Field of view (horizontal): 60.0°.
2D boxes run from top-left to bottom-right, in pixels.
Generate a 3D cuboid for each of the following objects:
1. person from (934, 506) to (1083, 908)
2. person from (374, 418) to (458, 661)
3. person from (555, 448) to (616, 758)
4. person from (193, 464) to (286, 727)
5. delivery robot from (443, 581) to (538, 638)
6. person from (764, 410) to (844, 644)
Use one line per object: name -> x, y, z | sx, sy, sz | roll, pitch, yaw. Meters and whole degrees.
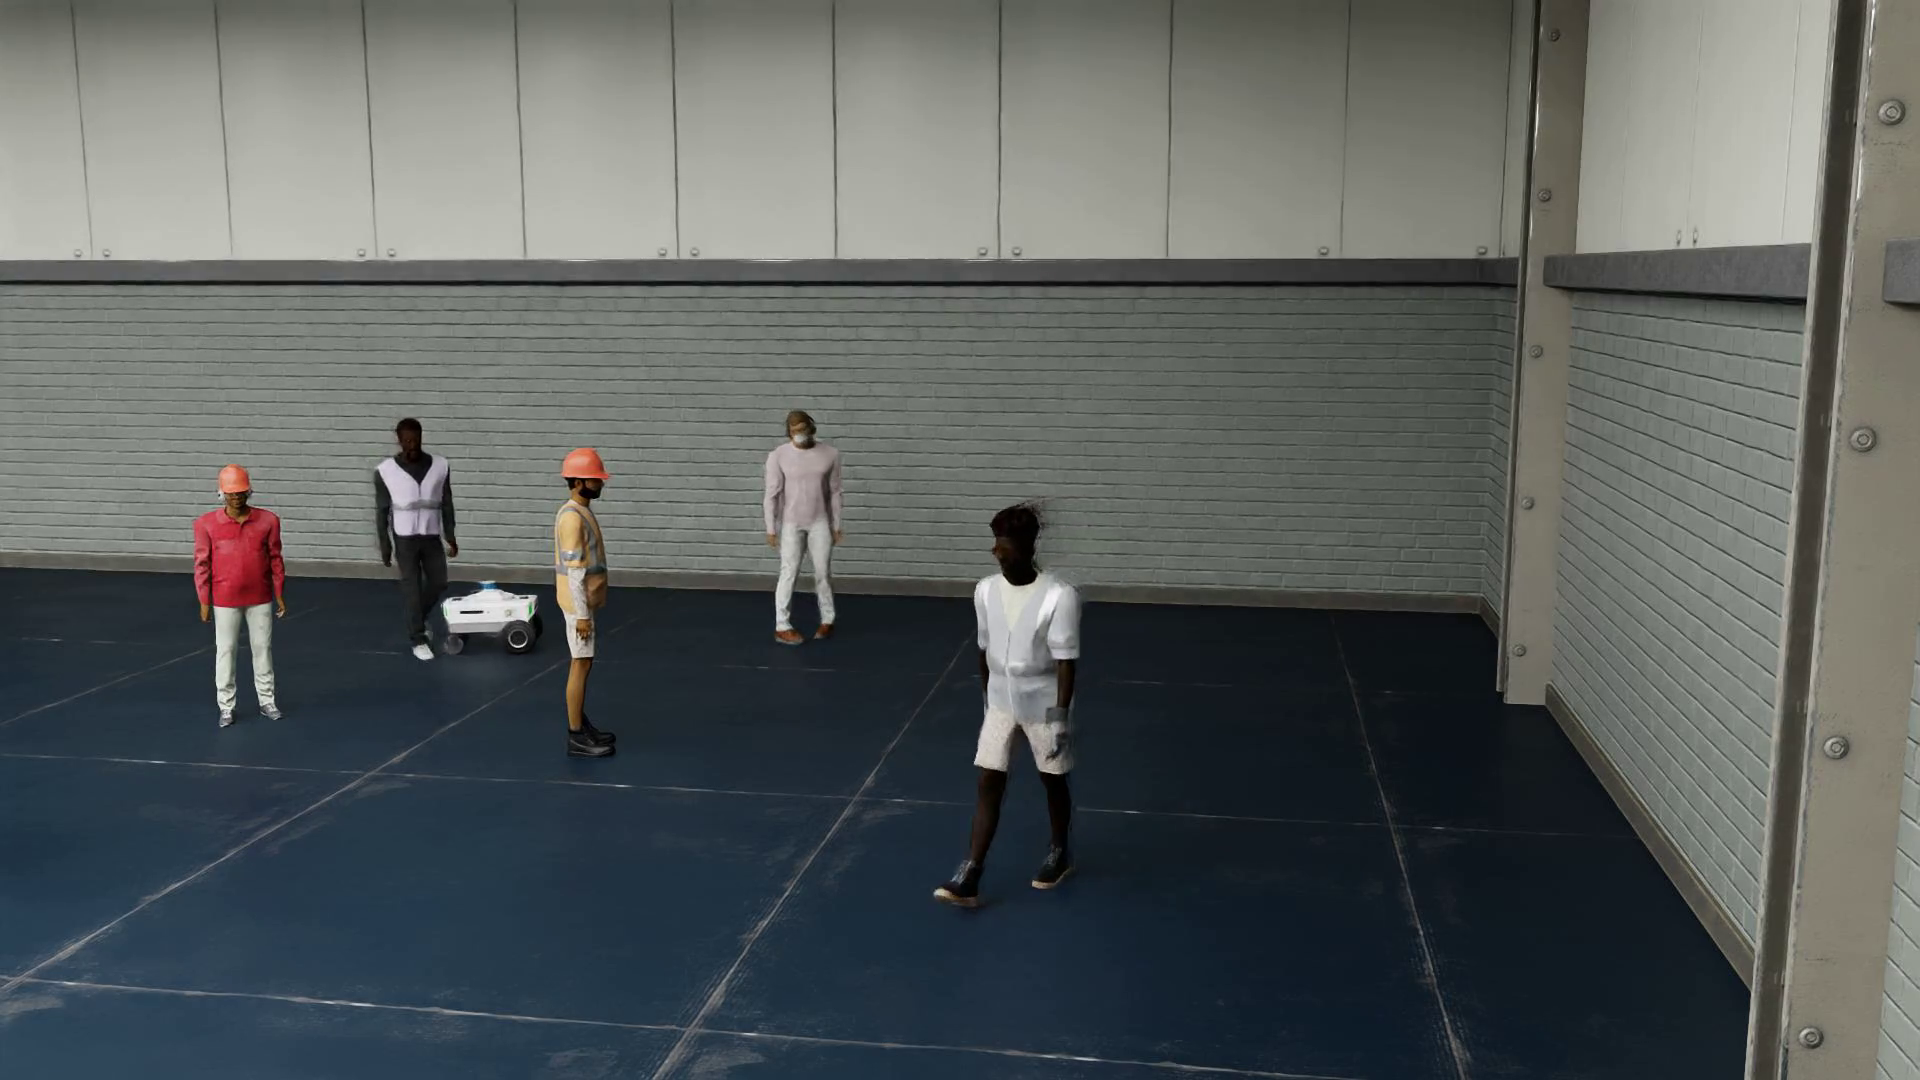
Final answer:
person -> 0.271, 0.802, 7.901 | 0.633, 1.913, 0.982 | 6, 11, 32
person -> -4.287, -0.025, 13.065 | 0.622, 1.901, 0.548 | -7, 12, -38
person -> -2.338, 0.386, 10.430 | 0.362, 1.935, 0.553 | -2, 9, -9
person -> -4.810, 0.362, 11.145 | 0.573, 1.750, 0.329 | -6, 11, -34
delivery robot -> -3.745, 0.568, 13.274 | 0.707, 0.478, 0.477 | -1, 9, -7
person -> -1.260, -0.113, 13.593 | 0.661, 1.917, 0.455 | -3, 10, -15
